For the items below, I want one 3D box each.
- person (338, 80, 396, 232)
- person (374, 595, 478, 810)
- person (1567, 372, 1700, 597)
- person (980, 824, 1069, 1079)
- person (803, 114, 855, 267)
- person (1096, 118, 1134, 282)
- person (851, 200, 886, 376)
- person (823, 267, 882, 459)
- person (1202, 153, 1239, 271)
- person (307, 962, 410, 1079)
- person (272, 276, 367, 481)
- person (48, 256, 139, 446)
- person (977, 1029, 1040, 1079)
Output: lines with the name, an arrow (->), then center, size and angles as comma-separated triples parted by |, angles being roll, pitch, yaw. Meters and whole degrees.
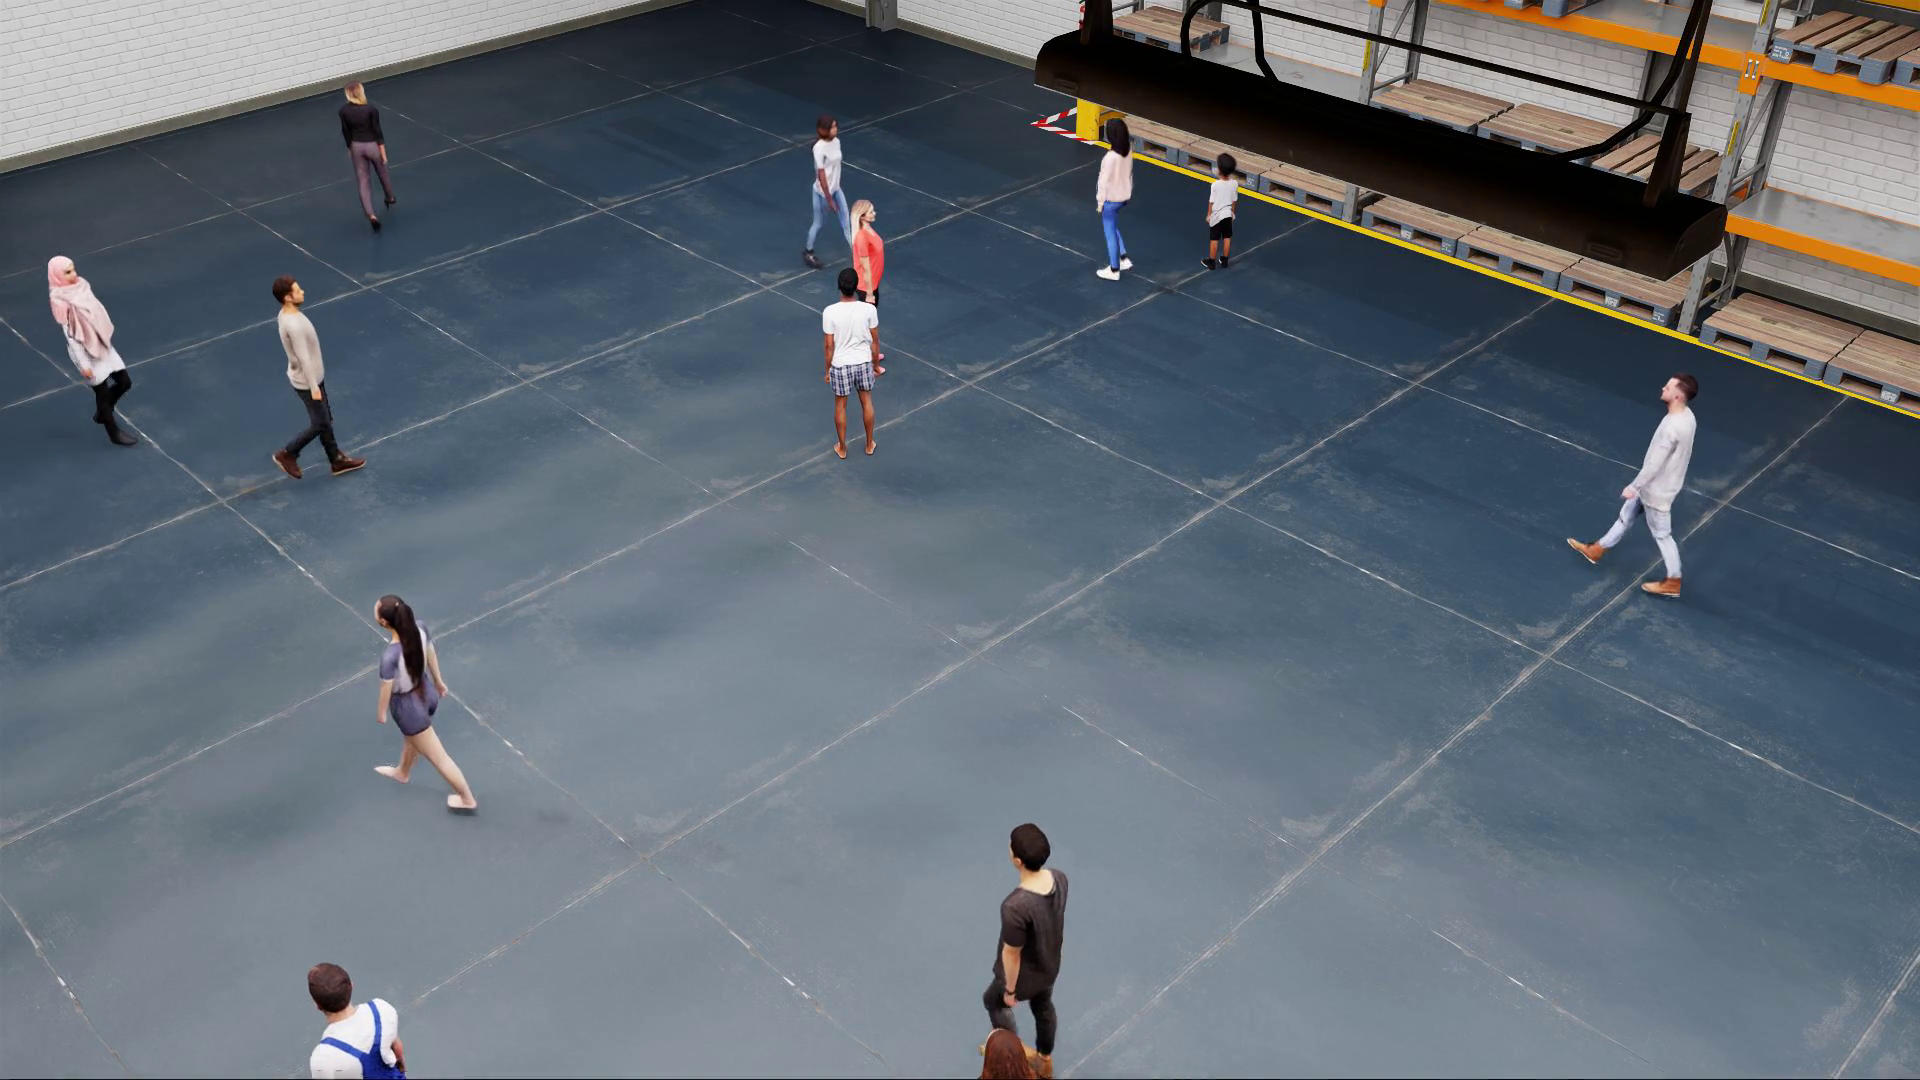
person -> -6.591, -4.217, 18.427 | 1.007, 1.633, 1.109 | -3, 34, -4
person -> -3.361, 1.070, 10.497 | 1.105, 1.606, 0.914 | 9, 35, 13
person -> 5.338, -0.368, 12.494 | 1.222, 1.790, 0.897 | 18, 37, 24
person -> 0.416, 2.227, 8.671 | 0.636, 1.700, 0.610 | -28, 43, -36
person -> -1.466, -3.638, 17.516 | 1.167, 1.678, 0.774 | 19, 38, 26
person -> 1.682, -3.498, 17.231 | 0.695, 1.759, 0.688 | 24, 41, 32
person -> -0.884, -2.397, 15.634 | 0.734, 1.694, 0.664 | -2, 34, -3
person -> -0.935, -1.508, 14.262 | 0.715, 1.732, 0.717 | -7, 34, -10
person -> 2.780, -3.491, 17.670 | 0.568, 1.261, 0.598 | -10, 35, -15
person -> -2.671, 2.747, 7.805 | 1.321, 1.794, 0.798 | 22, 39, 29
person -> -5.506, -1.308, 13.846 | 0.930, 1.859, 0.999 | -14, 36, -20
person -> -7.570, -1.608, 14.358 | 0.841, 1.792, 0.785 | 7, 34, 11
person -> 0.207, 2.859, 7.917 | 0.614, 1.483, 0.582 | -18, 38, -25
